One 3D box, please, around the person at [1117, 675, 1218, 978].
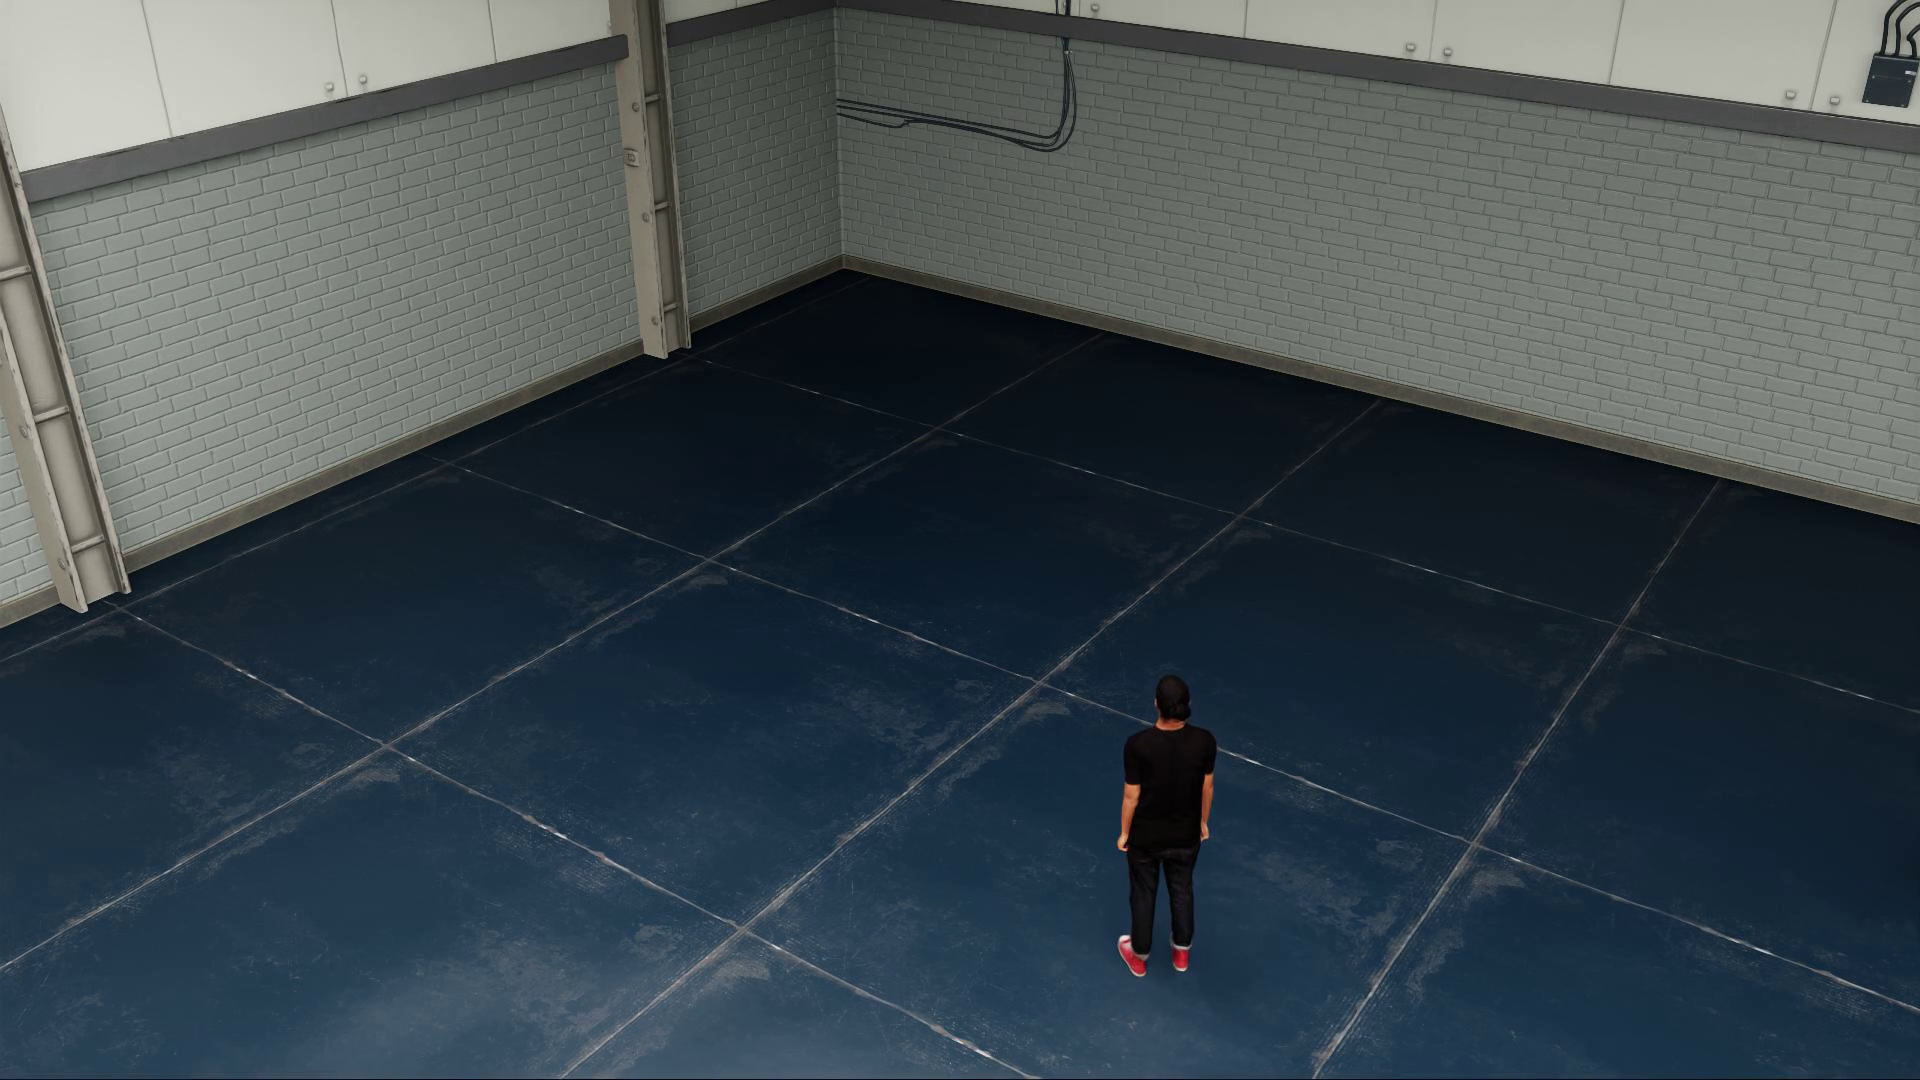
[{"bbox_3d":[1.031,1.451,8.407,0.704,1.757,0.762,-5,28,-8],"label":"person"}]
